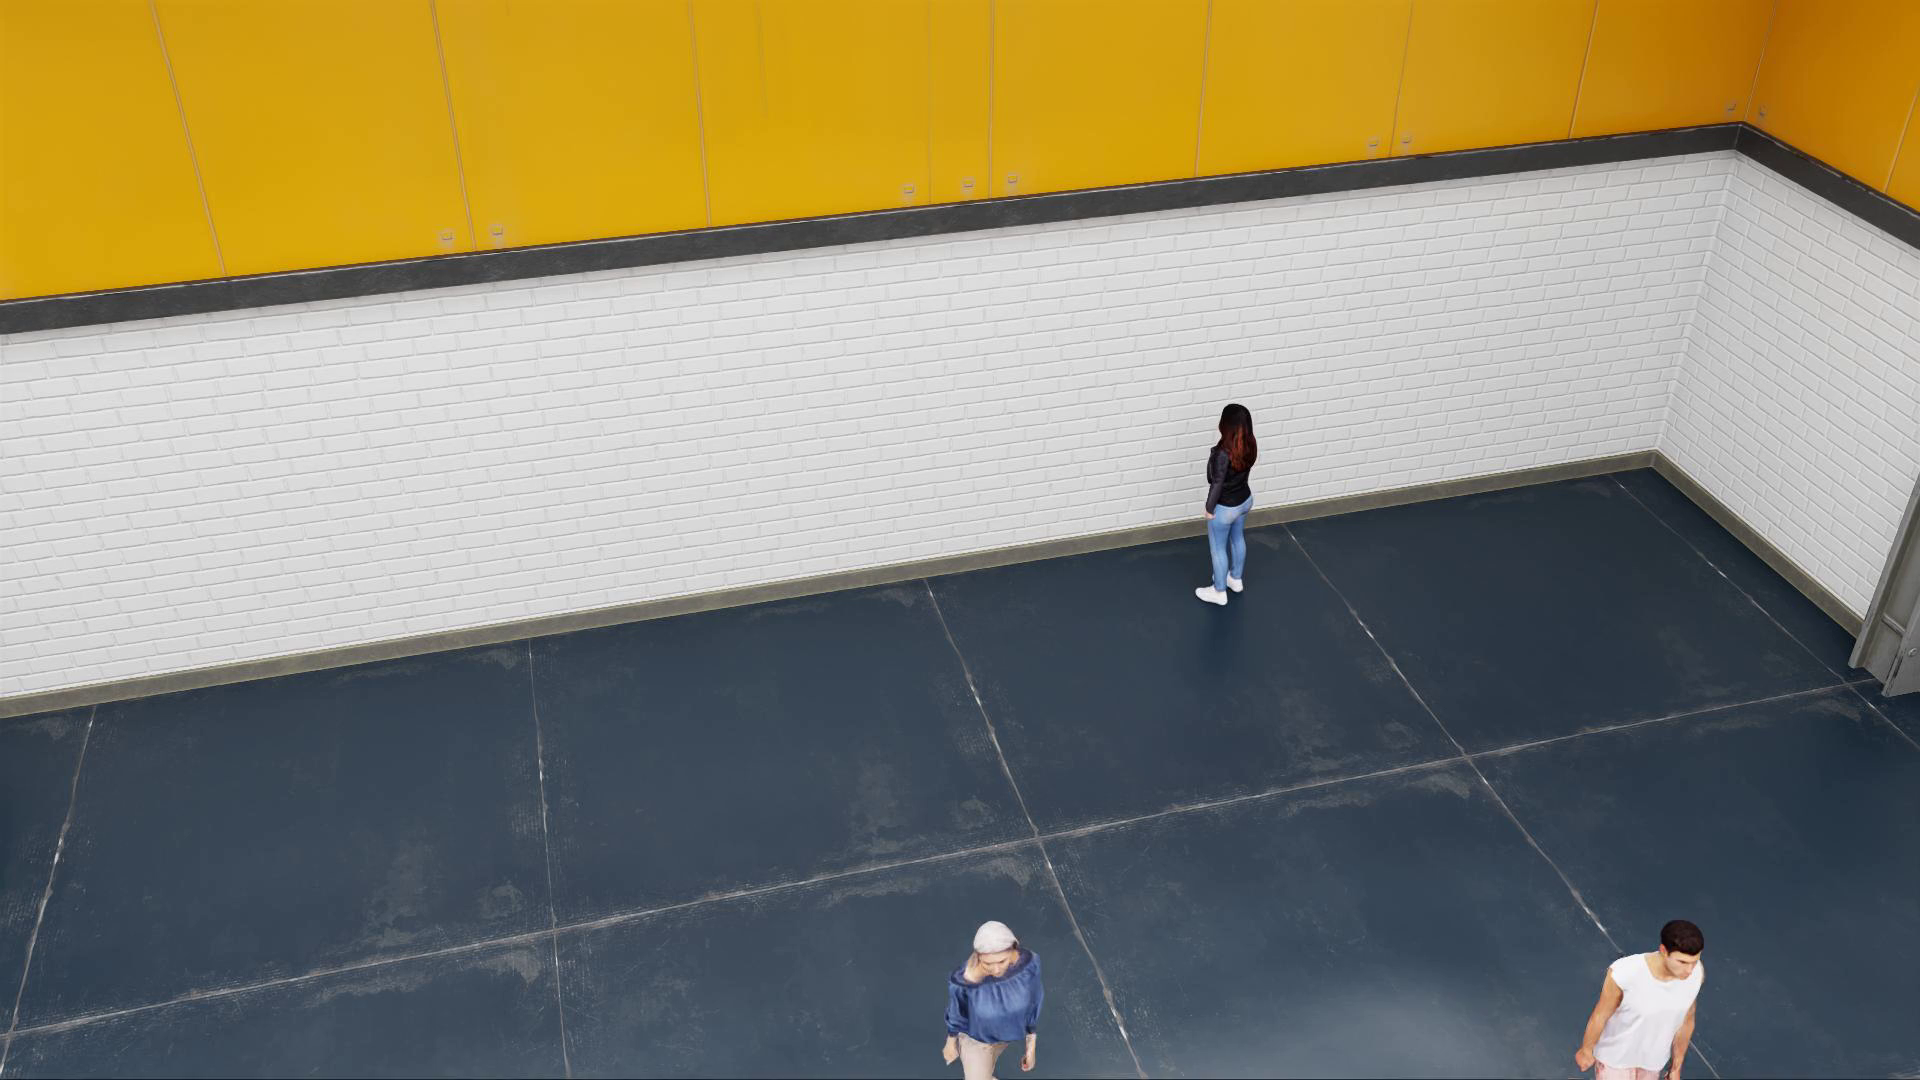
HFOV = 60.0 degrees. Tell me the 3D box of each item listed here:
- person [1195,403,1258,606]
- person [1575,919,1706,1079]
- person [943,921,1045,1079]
[{"bbox_3d":[1.991,-0.280,12.261,0.724,1.630,0.710,28,43,35],"label":"person"},{"bbox_3d":[3.244,2.400,8.101,0.651,1.772,0.679,-5,34,-7],"label":"person"},{"bbox_3d":[0.135,2.393,8.231,0.726,1.640,1.055,-18,38,-25],"label":"person"}]
